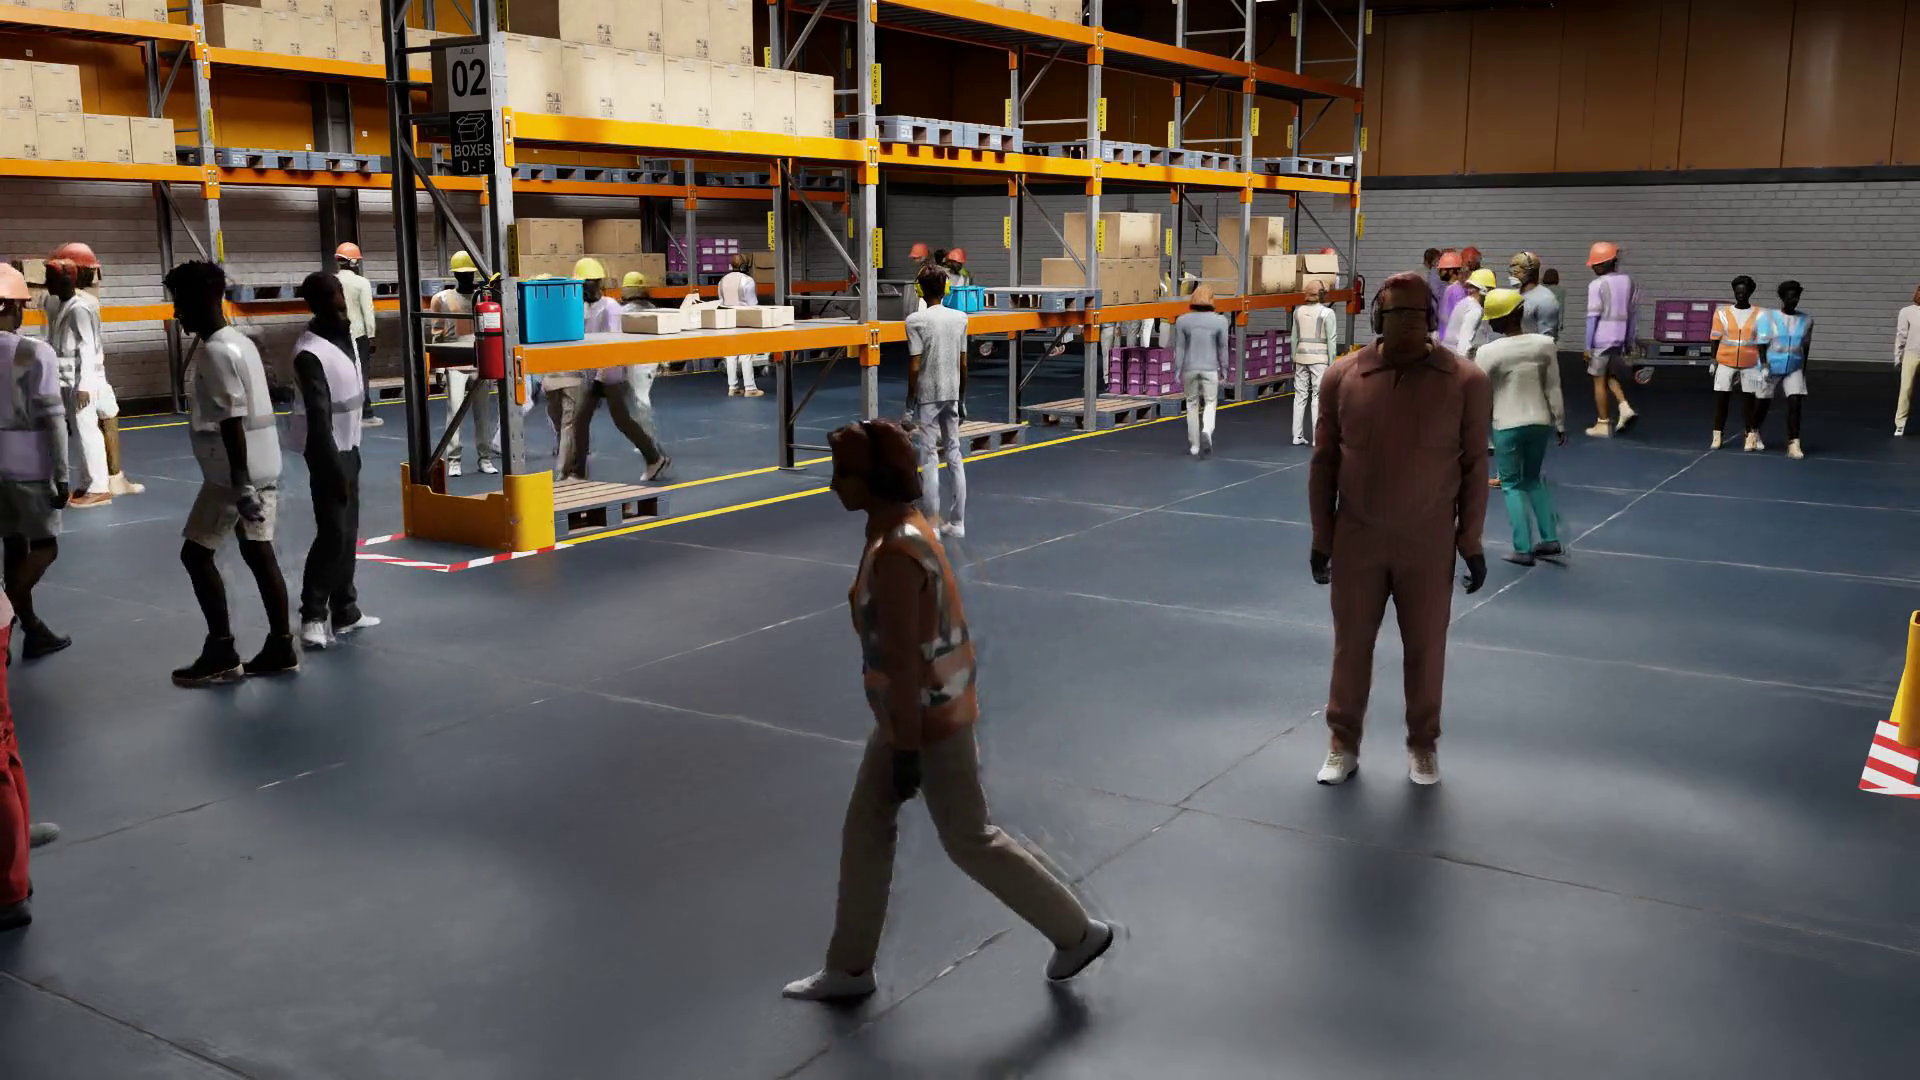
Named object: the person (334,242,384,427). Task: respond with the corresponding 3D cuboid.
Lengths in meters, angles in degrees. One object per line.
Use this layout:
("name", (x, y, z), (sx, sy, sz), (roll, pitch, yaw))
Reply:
("person", (-6.617, -2.226, 18.091), (0.613, 1.994, 0.395), (3, 11, 17))

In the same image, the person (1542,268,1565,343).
("person", (8.849, -3.306, 25.140), (0.511, 1.611, 0.743), (7, 12, 34))

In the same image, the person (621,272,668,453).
("person", (-3.070, -1.682, 15.839), (0.571, 1.720, 0.513), (7, 12, 32))

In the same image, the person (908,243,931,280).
("person", (-0.545, -3.322, 24.222), (0.449, 1.973, 0.612), (-2, 10, -13))

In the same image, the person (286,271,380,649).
("person", (-3.190, -0.409, 8.389), (0.370, 1.876, 0.686), (-1, 10, -7))

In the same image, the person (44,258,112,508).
("person", (-6.723, -1.192, 12.664), (0.337, 1.883, 0.583), (-8, 13, -37))

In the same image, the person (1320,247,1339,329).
("person", (5.615, -3.584, 25.848), (0.568, 1.913, 0.851), (-2, 10, -10))

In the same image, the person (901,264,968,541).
("person", (-0.174, -0.921, 11.230), (0.521, 1.864, 0.334), (-7, 12, -35))

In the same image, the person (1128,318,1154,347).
("person", (2.968, -3.790, 26.941), (0.356, 1.933, 0.627), (-9, 14, -42))

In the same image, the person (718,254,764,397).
("person", (-2.831, -2.781, 21.588), (0.624, 1.847, 0.429), (7, 13, 36))

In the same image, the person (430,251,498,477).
("person", (-4.233, -1.513, 14.323), (0.585, 1.929, 0.370), (-6, 12, -30))

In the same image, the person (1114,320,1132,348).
("person", (2.875, -4.236, 29.542), (0.573, 1.883, 0.355), (-4, 11, -22))

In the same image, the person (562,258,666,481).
("person", (-2.918, -1.389, 13.782), (0.581, 1.889, 0.954), (9, 14, 42))

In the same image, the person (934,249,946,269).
("person", (-0.338, -3.963, 28.064), (0.536, 1.869, 0.314), (4, 11, 21))

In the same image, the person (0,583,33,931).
("person", (-2.940, 0.281, 4.835), (0.329, 1.769, 0.526), (-4, 11, -22))

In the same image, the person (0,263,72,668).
("person", (-4.499, -0.333, 7.815), (0.553, 1.922, 0.729), (0, 10, 3))

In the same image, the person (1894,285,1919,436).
("person", (9.899, -1.865, 17.114), (0.504, 1.626, 0.278), (5, 11, 24))

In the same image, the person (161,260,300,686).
("person", (-3.408, -0.305, 7.629), (0.678, 1.935, 0.609), (-1, 10, -7))

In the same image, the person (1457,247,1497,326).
("person", (7.282, -3.154, 23.454), (0.596, 1.919, 0.928), (-2, 10, -11))

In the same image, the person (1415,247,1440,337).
("person", (6.852, -3.362, 24.617), (0.416, 1.919, 0.652), (4, 11, 19))

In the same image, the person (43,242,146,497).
("person", (-6.871, -1.281, 12.842), (0.614, 2.012, 0.933), (5, 11, 25))

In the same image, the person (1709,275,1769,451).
("person", (7.488, -1.694, 16.004), (0.536, 1.690, 0.322), (5, 12, 27))

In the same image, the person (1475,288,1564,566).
("person", (3.475, -0.700, 10.378), (0.593, 1.718, 0.371), (-2, 10, -11))

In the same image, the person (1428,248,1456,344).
("person", (6.819, -3.140, 23.408), (0.402, 1.904, 0.651), (8, 13, 38))

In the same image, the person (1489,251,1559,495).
("person", (4.499, -1.329, 13.294), (0.371, 1.934, 0.627), (-3, 11, -14))

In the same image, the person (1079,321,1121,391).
("person", (1.881, -2.917, 22.371), (0.601, 1.830, 0.404), (1, 10, 4))

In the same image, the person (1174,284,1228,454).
("person", (2.253, -1.581, 15.573), (0.502, 1.618, 0.525), (2, 10, 9))

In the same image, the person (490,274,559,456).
("person", (-3.990, -1.619, 15.481), (0.877, 1.719, 0.528), (-3, 11, -17))

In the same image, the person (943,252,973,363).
("person", (-0.119, -3.513, 25.651), (0.624, 1.844, 0.430), (-5, 11, -25))

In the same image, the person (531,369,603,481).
("person", (-3.306, -1.276, 13.963), (0.541, 1.583, 0.878), (1, 10, 7))

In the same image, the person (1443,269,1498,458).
("person", (4.617, -1.640, 15.502), (0.941, 1.774, 0.614), (0, 10, 2))

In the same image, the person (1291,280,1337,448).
("person", (3.461, -1.721, 16.285), (0.310, 1.636, 0.522), (-9, 13, -40))

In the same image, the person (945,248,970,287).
("person", (-0.149, -3.148, 23.435), (0.580, 1.913, 0.608), (-3, 11, -18))

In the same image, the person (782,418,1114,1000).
("person", (-0.018, 0.463, 4.349), (0.836, 1.589, 0.523), (-1, 10, -7))

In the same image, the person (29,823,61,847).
("person", (-3.466, 0.102, 5.438), (0.745, 1.921, 0.622), (-4, 11, -20))

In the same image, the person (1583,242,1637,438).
("person", (6.622, -2.026, 16.962), (0.647, 2.002, 0.495), (-5, 11, -24))

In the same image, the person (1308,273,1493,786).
("person", (1.628, -0.012, 6.175), (0.678, 1.929, 0.510), (4, 11, 19))

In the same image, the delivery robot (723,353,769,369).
("delivery robot", (-3.145, -2.697, 24.433), (0.477, 0.478, 0.707), (8, 13, 38))

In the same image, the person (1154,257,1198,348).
("person", (2.988, -3.036, 23.051), (0.621, 1.835, 0.430), (0, 10, 0))

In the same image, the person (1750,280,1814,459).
("person", (7.728, -1.626, 15.699), (0.533, 1.655, 0.826), (1, 10, 6))

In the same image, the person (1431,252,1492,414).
("person", (5.577, -2.296, 18.808), (1.013, 1.894, 0.563), (3, 11, 15))
